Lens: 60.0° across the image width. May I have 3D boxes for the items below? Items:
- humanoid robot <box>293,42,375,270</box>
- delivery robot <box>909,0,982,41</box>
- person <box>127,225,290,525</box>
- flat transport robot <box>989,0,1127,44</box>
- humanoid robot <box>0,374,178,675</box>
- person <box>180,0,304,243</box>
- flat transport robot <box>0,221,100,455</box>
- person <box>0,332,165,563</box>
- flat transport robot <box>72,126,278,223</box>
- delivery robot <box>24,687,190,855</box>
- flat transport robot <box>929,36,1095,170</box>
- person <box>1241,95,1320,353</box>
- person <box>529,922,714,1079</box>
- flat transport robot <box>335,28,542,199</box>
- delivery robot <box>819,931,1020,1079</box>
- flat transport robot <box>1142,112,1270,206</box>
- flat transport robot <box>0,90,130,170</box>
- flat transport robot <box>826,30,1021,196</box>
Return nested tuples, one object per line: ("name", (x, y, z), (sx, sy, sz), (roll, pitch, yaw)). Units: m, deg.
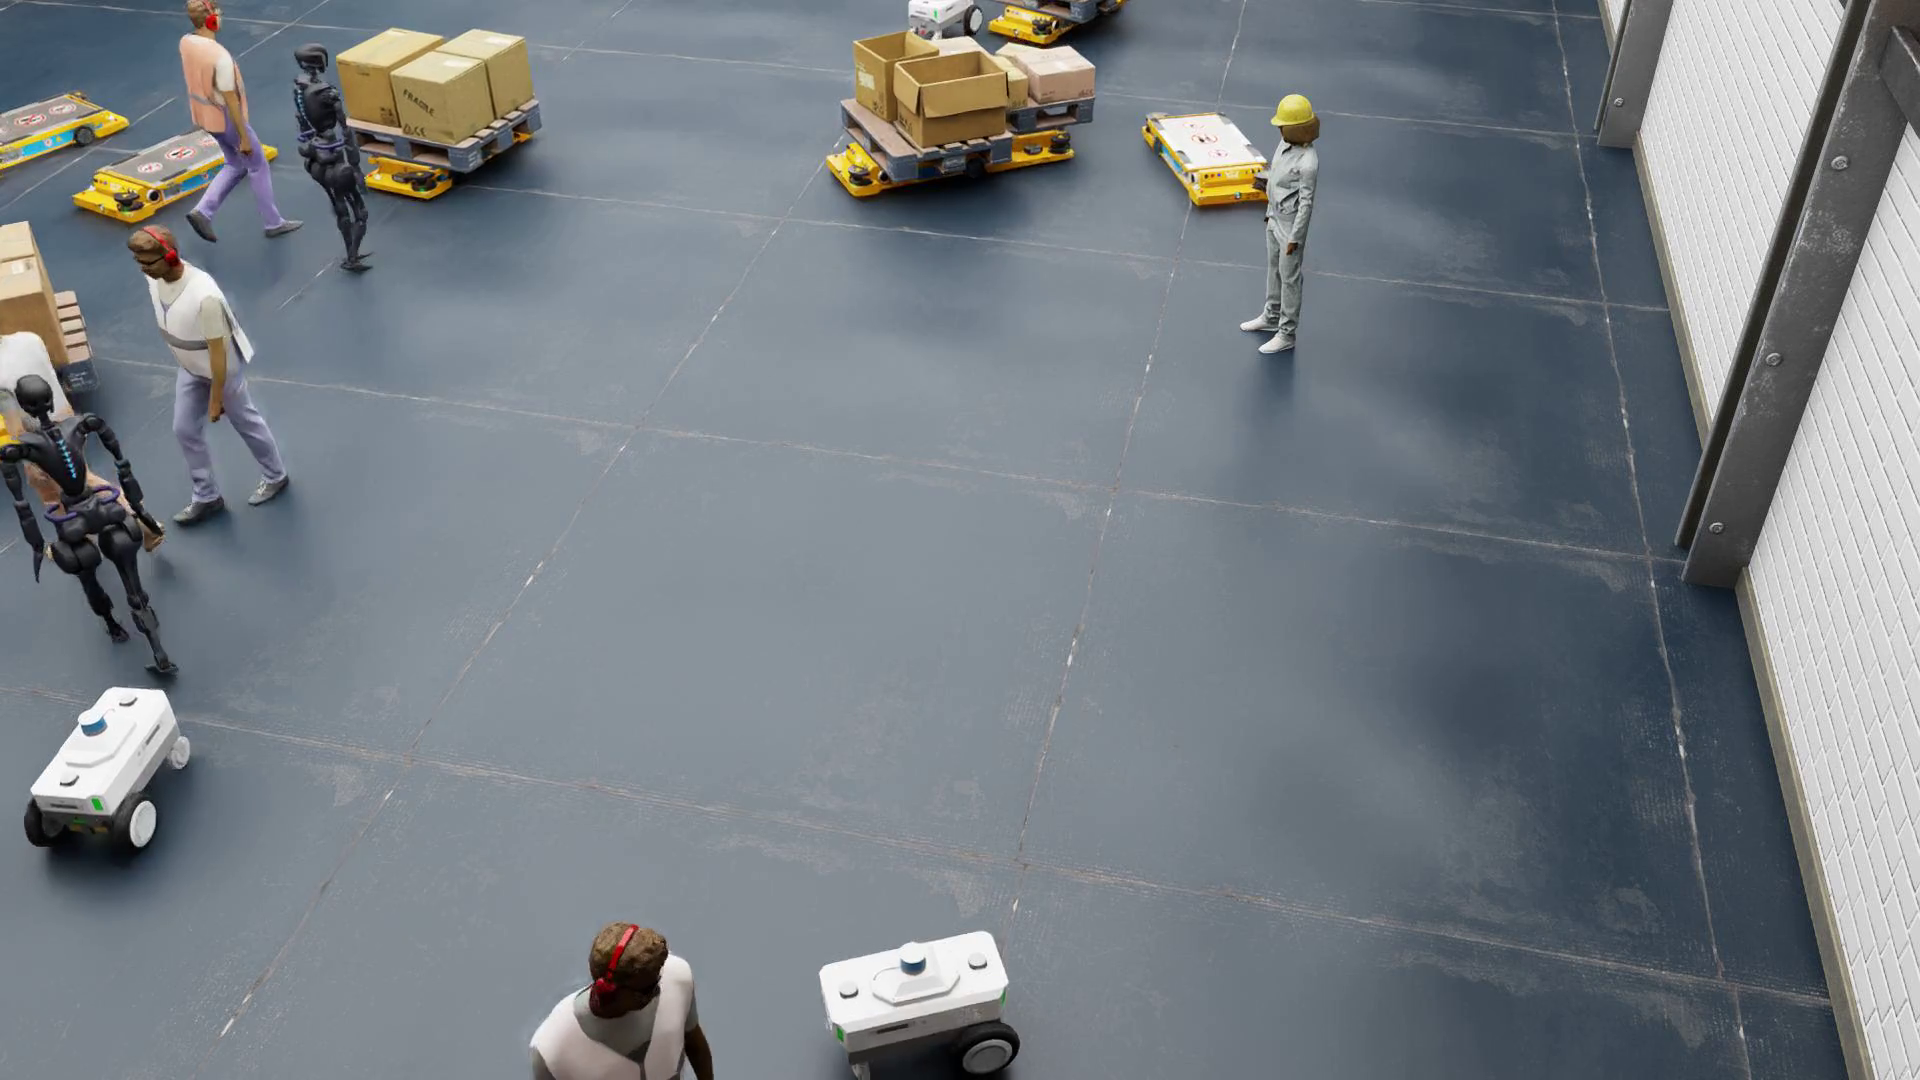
("humanoid robot", (-4.405, -2.677, 11.639), (0.608, 1.651, 0.314), (24, 43, 28))
("delivery robot", (-0.161, -4.983, 15.663), (0.499, 0.613, 0.796), (20, 41, 25))
("person", (-4.179, -0.884, 9.113), (0.582, 1.806, 0.792), (22, 42, 26))
("flat transport robot", (0.959, -5.145, 16.104), (0.659, 0.231, 1.431), (24, 43, 29))
("humanoid robot", (-4.273, -0.058, 8.167), (0.662, 1.636, 0.616), (29, 46, 33))
("person", (-5.294, -2.961, 11.892), (0.575, 1.818, 0.733), (28, 45, 32))
("flat transport robot", (-6.074, -0.931, 10.465), (0.659, 0.231, 1.431), (-18, 40, -22))
("person", (-4.730, -0.533, 8.734), (0.645, 1.705, 0.535), (6, 37, 8))
("flat transport robot", (-6.177, -2.916, 13.120), (0.659, 0.231, 1.431), (19, 41, 23))
("delivery robot", (-3.886, 1.022, 7.596), (0.499, 0.575, 0.759), (4, 37, 5))
("flat transport robot", (0.359, -3.476, 13.871), (0.659, 0.231, 1.431), (-13, 39, -17))
("person", (2.080, -2.033, 10.715), (0.308, 1.734, 0.484), (-7, 37, -10))
("person", (-1.017, 1.924, 5.346), (0.601, 1.814, 0.553), (-30, 46, -34))
("flat transport robot", (-4.128, -3.155, 13.441), (0.659, 0.231, 1.431), (14, 39, 18))
("delivery robot", (-0.172, 1.805, 6.558), (0.738, 0.586, 0.524), (-9, 38, -12))
("flat transport robot", (1.988, -3.086, 13.348), (0.659, 0.231, 1.431), (-8, 37, -10))
("flat transport robot", (-7.674, -3.319, 13.659), (0.659, 0.231, 1.431), (23, 43, 28))
("flat transport robot", (-0.291, -3.069, 13.325), (1.431, 0.231, 0.659), (-14, 39, -18))
